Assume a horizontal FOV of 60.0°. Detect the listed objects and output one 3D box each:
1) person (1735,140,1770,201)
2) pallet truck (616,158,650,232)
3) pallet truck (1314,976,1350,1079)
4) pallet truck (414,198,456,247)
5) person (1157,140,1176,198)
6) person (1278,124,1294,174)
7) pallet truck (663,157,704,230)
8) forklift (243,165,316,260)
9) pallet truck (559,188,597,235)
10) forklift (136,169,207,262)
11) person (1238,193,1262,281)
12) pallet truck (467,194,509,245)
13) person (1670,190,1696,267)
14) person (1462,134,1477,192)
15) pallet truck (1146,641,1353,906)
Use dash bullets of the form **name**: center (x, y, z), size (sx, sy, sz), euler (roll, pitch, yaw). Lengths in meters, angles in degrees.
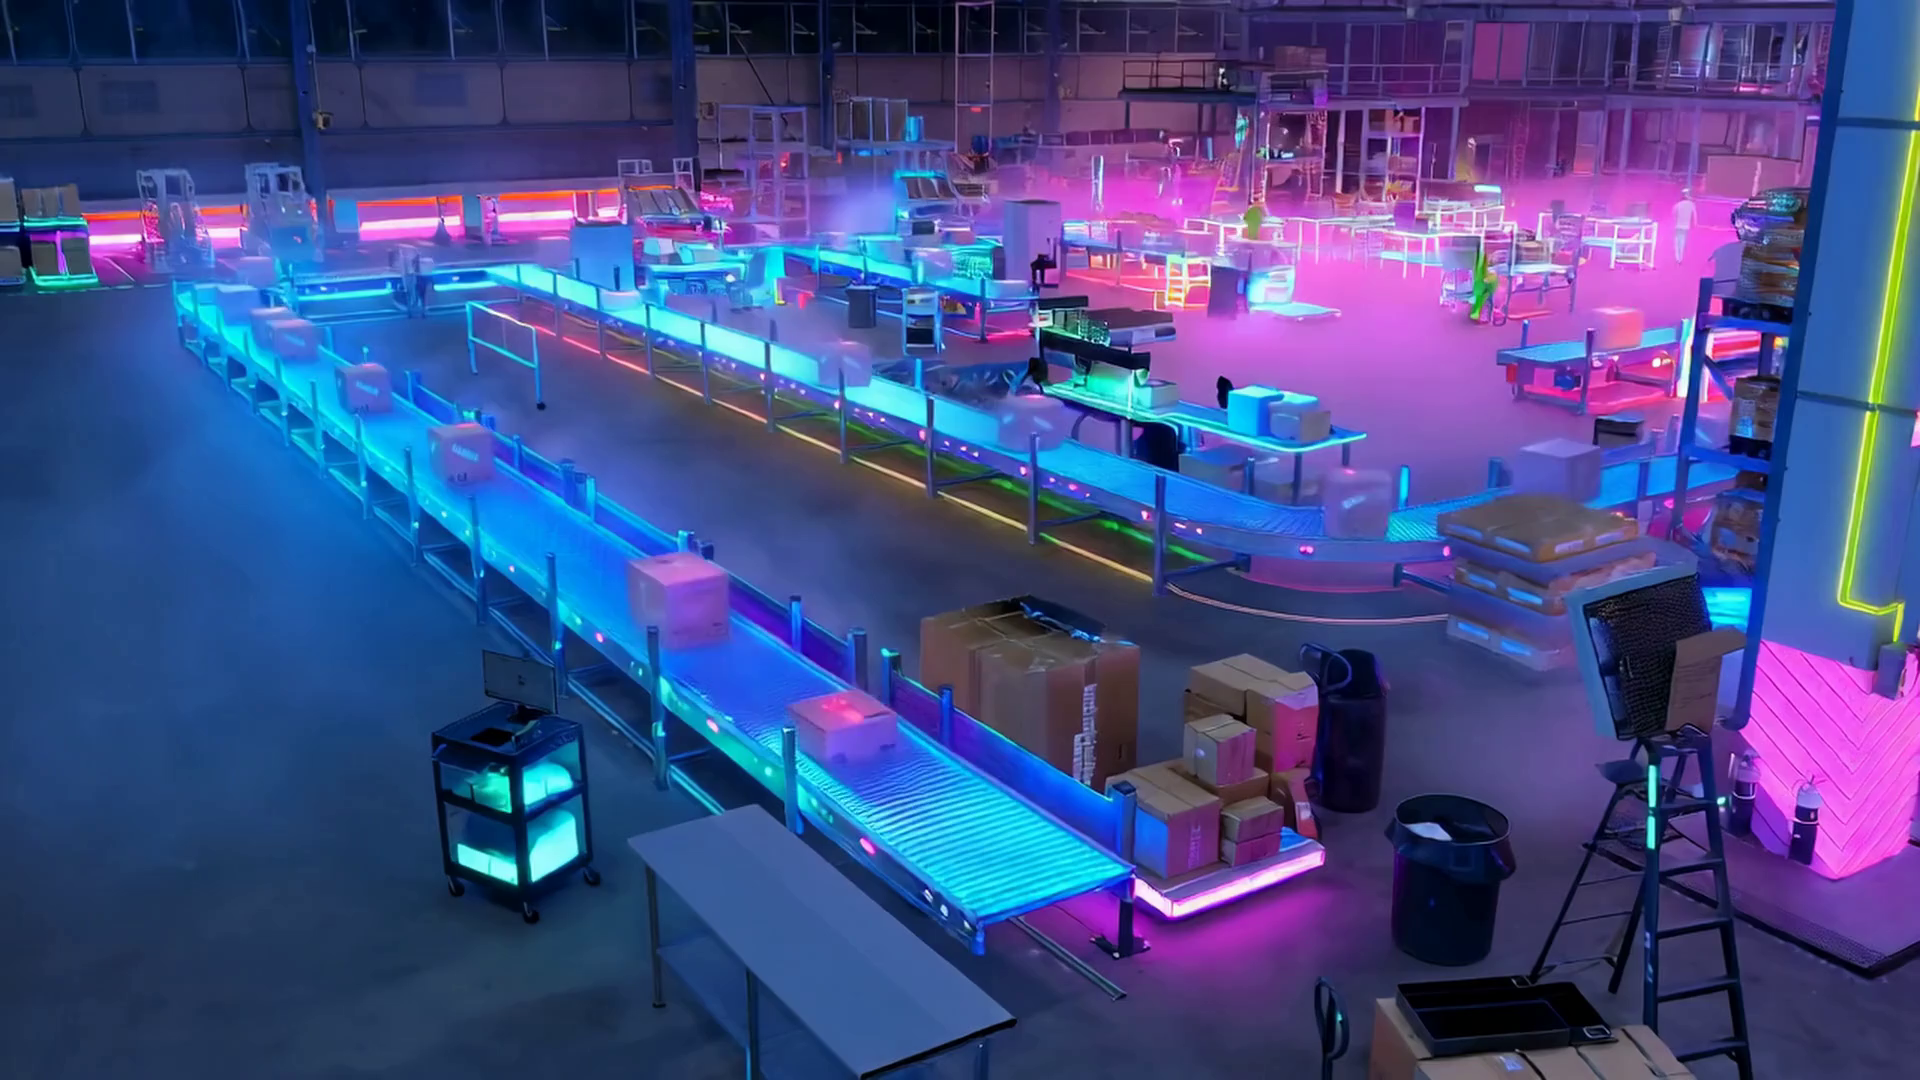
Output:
- **person**: center (24.759, -11.421, 51.732), size (1.030, 2.004, 0.633), euler (4, 17, 12)
- **pallet truck**: center (-8.918, -9.176, 44.255), size (0.823, 1.965, 1.885), euler (-9, 19, -27)
- **pallet truck**: center (2.299, 2.390, 7.086), size (1.601, 1.201, 0.680), euler (-2, 17, -7)
- **pallet truck**: center (-13.250, -8.060, 41.856), size (0.680, 1.201, 1.601), euler (-10, 20, -31)
- **person**: center (6.812, -12.104, 54.302), size (0.967, 1.815, 0.646), euler (-14, 22, -38)
- **person**: center (12.458, -14.897, 63.456), size (0.758, 1.902, 0.600), euler (4, 17, 14)
- **pallet truck**: center (-7.586, -9.308, 44.692), size (0.823, 1.965, 1.885), euler (-11, 20, -33)
- **forklift**: center (-15.898, -7.669, 38.708), size (1.157, 1.987, 2.680), euler (-11, 20, -33)
- **pallet truck**: center (-10.010, -8.652, 43.699), size (0.653, 1.274, 1.630), euler (-10, 20, -31)
- **forklift**: center (-17.842, -7.318, 37.559), size (1.157, 1.987, 2.680), euler (-10, 20, -31)
- **person**: center (6.143, -6.429, 35.360), size (0.577, 1.849, 0.406), euler (-12, 21, -35)
- **pallet truck**: center (-11.983, -8.177, 42.137), size (0.704, 1.261, 1.522), euler (-11, 20, -33)
- **person**: center (16.374, -7.055, 37.707), size (0.523, 1.703, 0.976), euler (4, 17, 12)
- **person**: center (17.283, -12.760, 56.309), size (0.581, 1.917, 0.474), euler (-16, 23, -42)
- **pallet truck**: center (1.664, 1.407, 10.232), size (1.630, 1.274, 0.653), euler (-10, 20, -31)
